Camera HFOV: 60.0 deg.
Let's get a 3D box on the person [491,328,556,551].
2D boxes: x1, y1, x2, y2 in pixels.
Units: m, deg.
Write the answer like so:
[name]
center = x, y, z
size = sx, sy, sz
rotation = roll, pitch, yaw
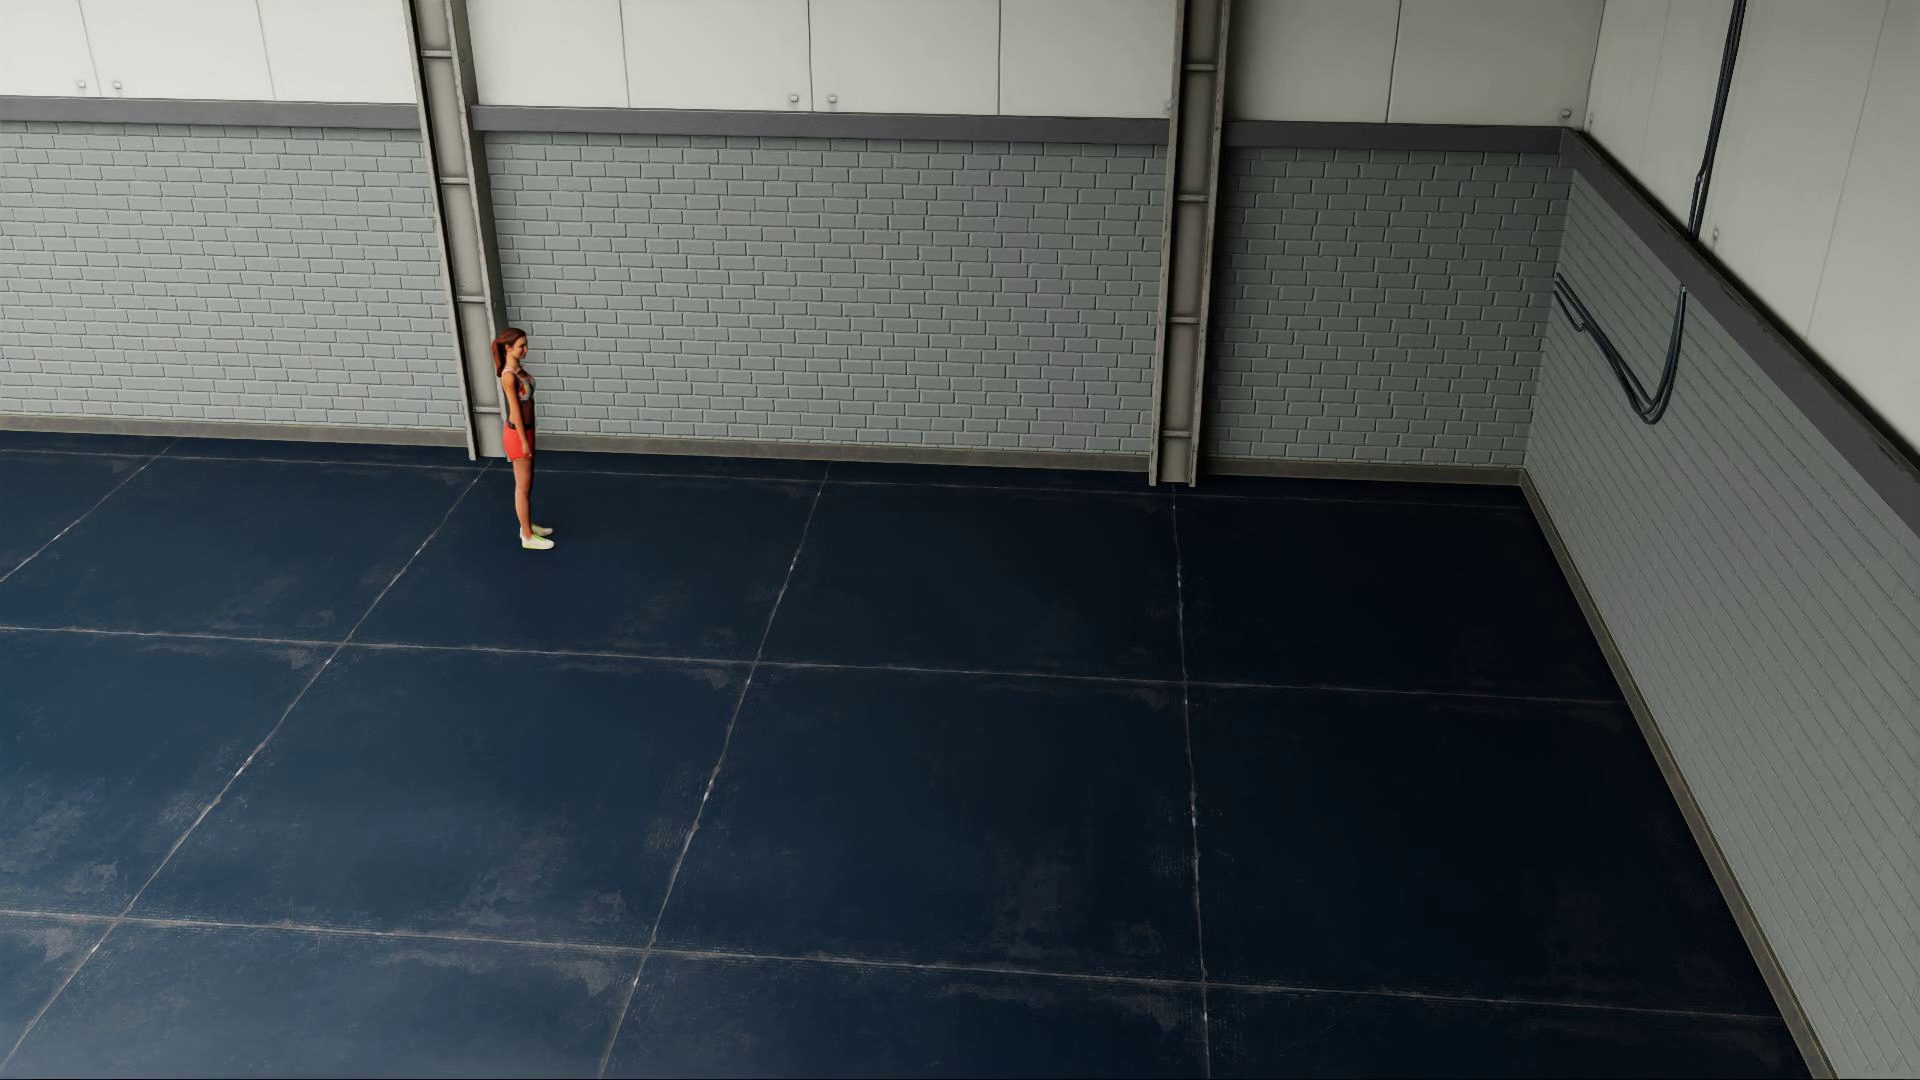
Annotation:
[person]
center = -3.424, -0.795, 12.949
size = 0.610, 1.789, 0.627
rotation = -4, 28, -8
